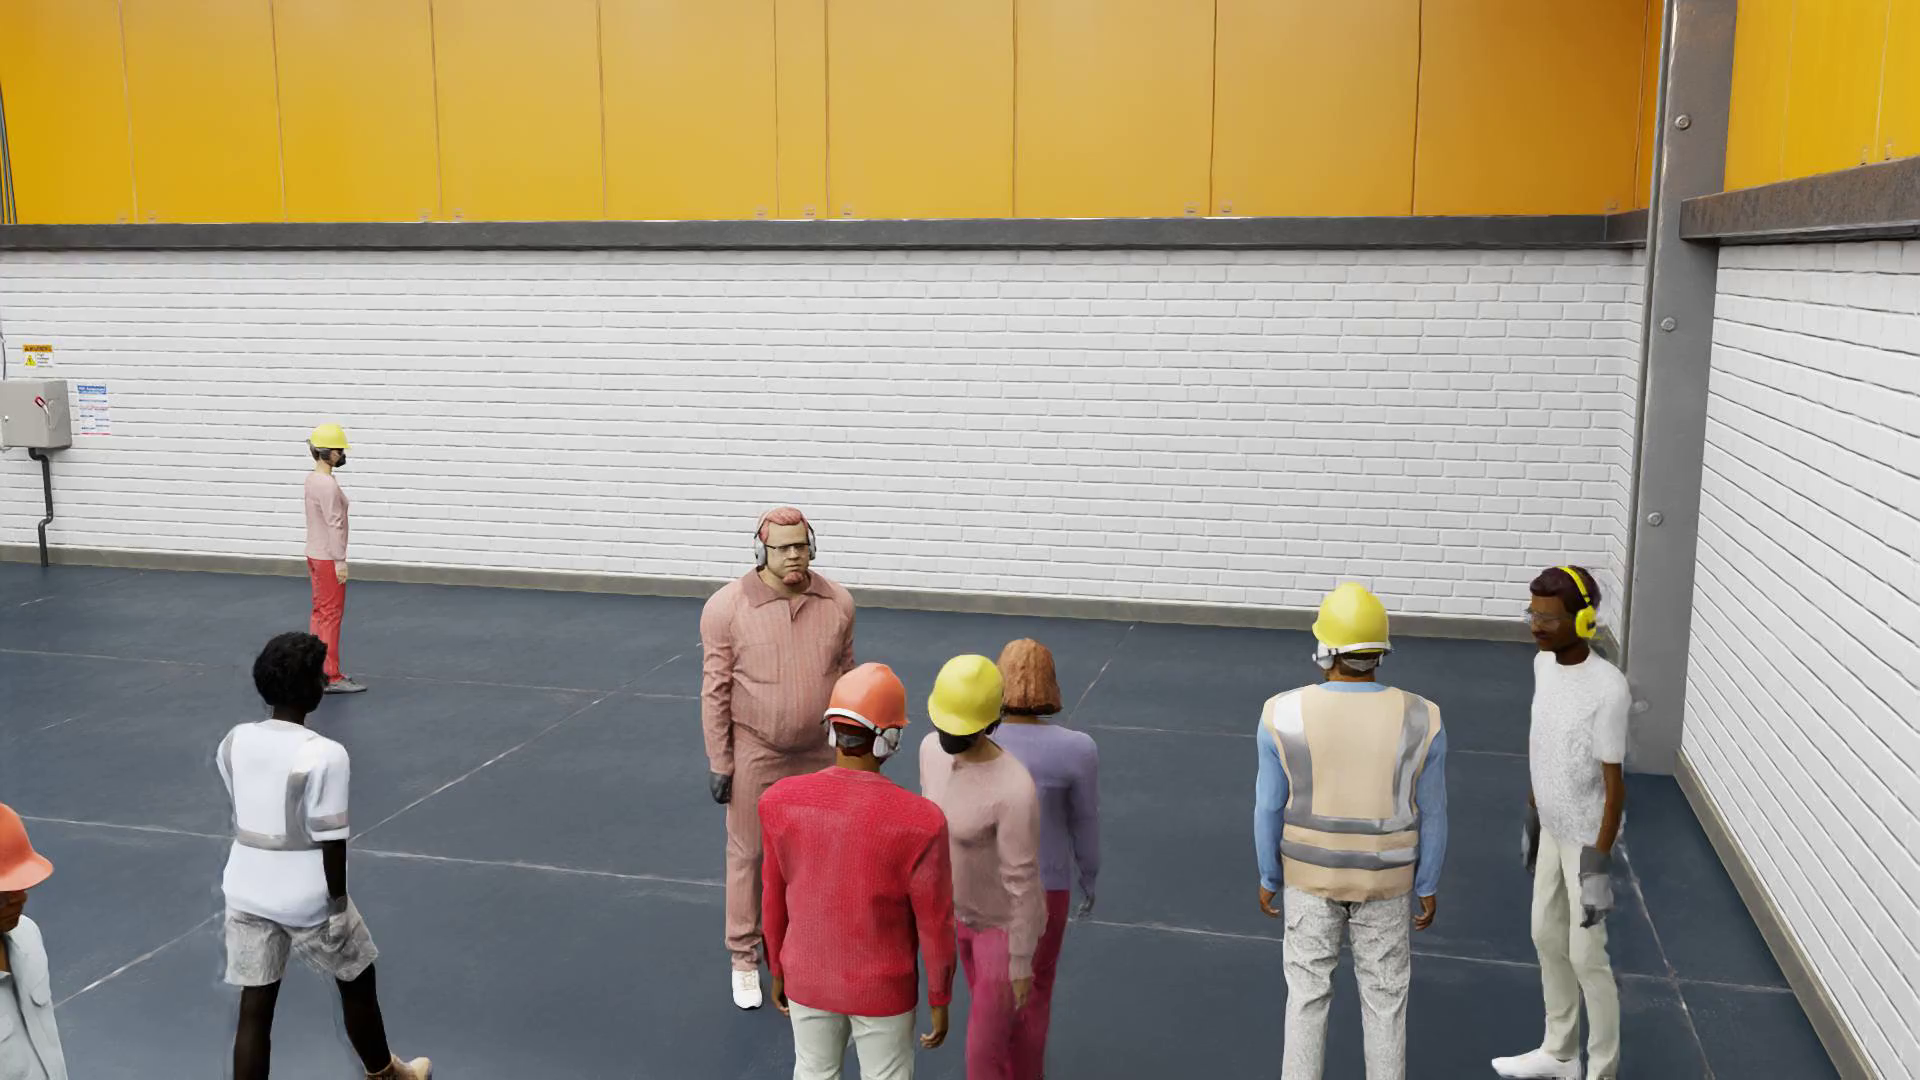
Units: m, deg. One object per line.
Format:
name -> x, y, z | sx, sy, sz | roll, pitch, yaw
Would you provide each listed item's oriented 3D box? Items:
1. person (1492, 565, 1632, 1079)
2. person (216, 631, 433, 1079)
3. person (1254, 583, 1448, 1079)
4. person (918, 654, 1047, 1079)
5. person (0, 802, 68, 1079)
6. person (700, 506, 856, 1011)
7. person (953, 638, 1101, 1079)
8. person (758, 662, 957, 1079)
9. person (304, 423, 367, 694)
person -> 2.032, 1.002, 5.498 | 0.417, 1.847, 0.607 | -2, 10, -10
person -> -2.064, 1.105, 5.341 | 0.540, 1.661, 0.781 | 4, 10, 22
person -> 1.224, 1.039, 5.252 | 0.589, 1.837, 0.404 | 2, 10, 10
person -> 0.057, 1.152, 4.914 | 0.637, 1.724, 0.592 | -6, 11, -31
person -> -2.023, 1.378, 3.504 | 0.341, 1.749, 0.572 | -1, 10, -3
person -> -0.661, 0.817, 6.355 | 0.636, 1.911, 0.406 | -5, 11, -27
person -> 0.208, 1.113, 5.450 | 0.512, 1.615, 0.480 | 1, 10, 7
person -> -0.276, 1.196, 4.620 | 0.575, 1.740, 0.354 | 3, 10, 18
person -> -4.106, 0.119, 10.886 | 0.324, 1.765, 0.533 | -7, 12, -34
